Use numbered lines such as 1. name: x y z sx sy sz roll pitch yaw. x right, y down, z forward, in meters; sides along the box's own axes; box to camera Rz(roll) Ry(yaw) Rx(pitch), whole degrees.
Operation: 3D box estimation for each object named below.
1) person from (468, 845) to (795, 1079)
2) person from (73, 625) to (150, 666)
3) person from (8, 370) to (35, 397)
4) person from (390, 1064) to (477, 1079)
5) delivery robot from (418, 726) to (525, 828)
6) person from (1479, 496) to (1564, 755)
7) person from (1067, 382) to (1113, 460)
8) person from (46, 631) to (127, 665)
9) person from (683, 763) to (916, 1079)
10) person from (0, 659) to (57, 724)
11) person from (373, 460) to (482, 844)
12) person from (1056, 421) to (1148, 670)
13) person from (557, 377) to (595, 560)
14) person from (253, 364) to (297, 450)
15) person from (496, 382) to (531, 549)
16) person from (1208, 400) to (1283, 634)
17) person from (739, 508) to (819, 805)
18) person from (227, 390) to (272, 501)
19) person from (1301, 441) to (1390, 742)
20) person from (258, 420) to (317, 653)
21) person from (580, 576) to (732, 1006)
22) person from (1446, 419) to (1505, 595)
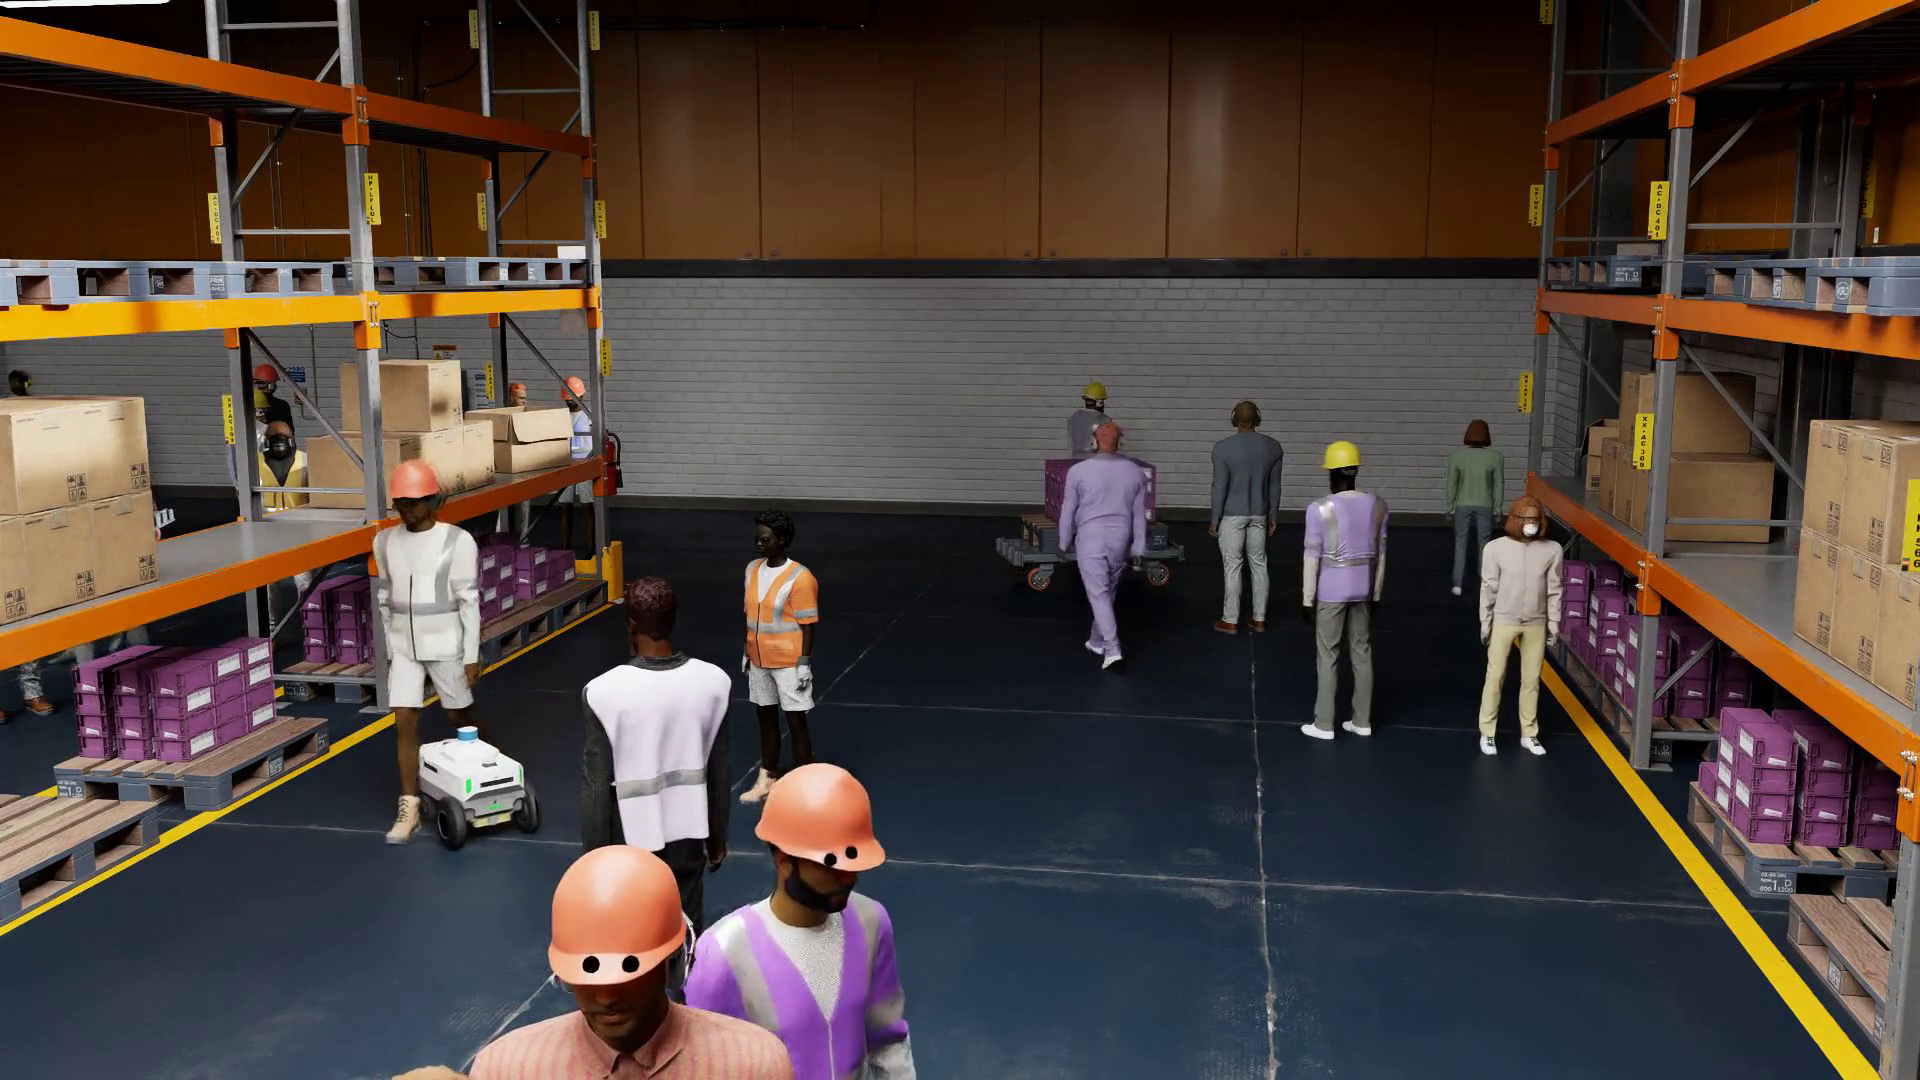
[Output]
1. person: -0.595 1.513 3.054 0.622 1.993 0.384 -1 9 -8
2. person: -6.070 0.142 11.862 0.605 1.876 0.930 0 9 2
3. person: -10.811 -1.060 19.385 0.523 1.845 0.663 0 9 -2
4. person: -1.013 1.712 3.024 0.393 1.609 0.521 -1 9 -7
5. delivery robot: -2.618 1.240 8.880 0.477 0.478 0.707 -7 12 -38
6. person: 3.455 0.531 10.263 0.502 1.628 0.284 0 9 2
7. person: 1.400 -0.747 17.499 0.403 1.830 0.600 -9 13 -44
8. person: -6.730 0.070 12.671 0.546 1.752 0.492 7 12 37
9. person: -0.255 1.448 3.695 0.791 1.914 0.571 9 13 43
10. person: -6.335 0.245 11.072 0.374 1.933 0.627 7 12 38
11. person: -2.849 0.545 9.015 0.620 2.009 1.010 2 9 9
12. person: 1.097 0.032 12.631 0.639 1.863 0.987 -3 10 -18
13. person: -3.901 -0.695 16.882 0.542 1.929 0.379 1 9 4
14. person: -7.391 -0.883 17.835 0.612 1.995 0.382 2 9 10
15. person: -4.500 -0.652 16.786 0.354 1.874 0.586 5 11 30
16. person: 2.345 -0.188 13.726 0.635 1.937 0.359 -3 10 -17
17. person: -1.013 0.665 9.208 0.540 1.696 0.316 7 12 38
18. person: -6.887 -0.558 16.328 0.594 1.832 0.403 4 10 24
19. person: 2.438 0.325 10.626 0.588 1.918 0.396 -3 10 -18
20. person: -5.302 -0.026 13.067 0.621 1.835 0.430 -4 10 -22
21. person: -1.090 1.079 6.027 0.601 1.906 0.407 -8 12 -40
22. person: 4.738 -0.293 15.313 0.507 1.631 0.268 3 10 19
